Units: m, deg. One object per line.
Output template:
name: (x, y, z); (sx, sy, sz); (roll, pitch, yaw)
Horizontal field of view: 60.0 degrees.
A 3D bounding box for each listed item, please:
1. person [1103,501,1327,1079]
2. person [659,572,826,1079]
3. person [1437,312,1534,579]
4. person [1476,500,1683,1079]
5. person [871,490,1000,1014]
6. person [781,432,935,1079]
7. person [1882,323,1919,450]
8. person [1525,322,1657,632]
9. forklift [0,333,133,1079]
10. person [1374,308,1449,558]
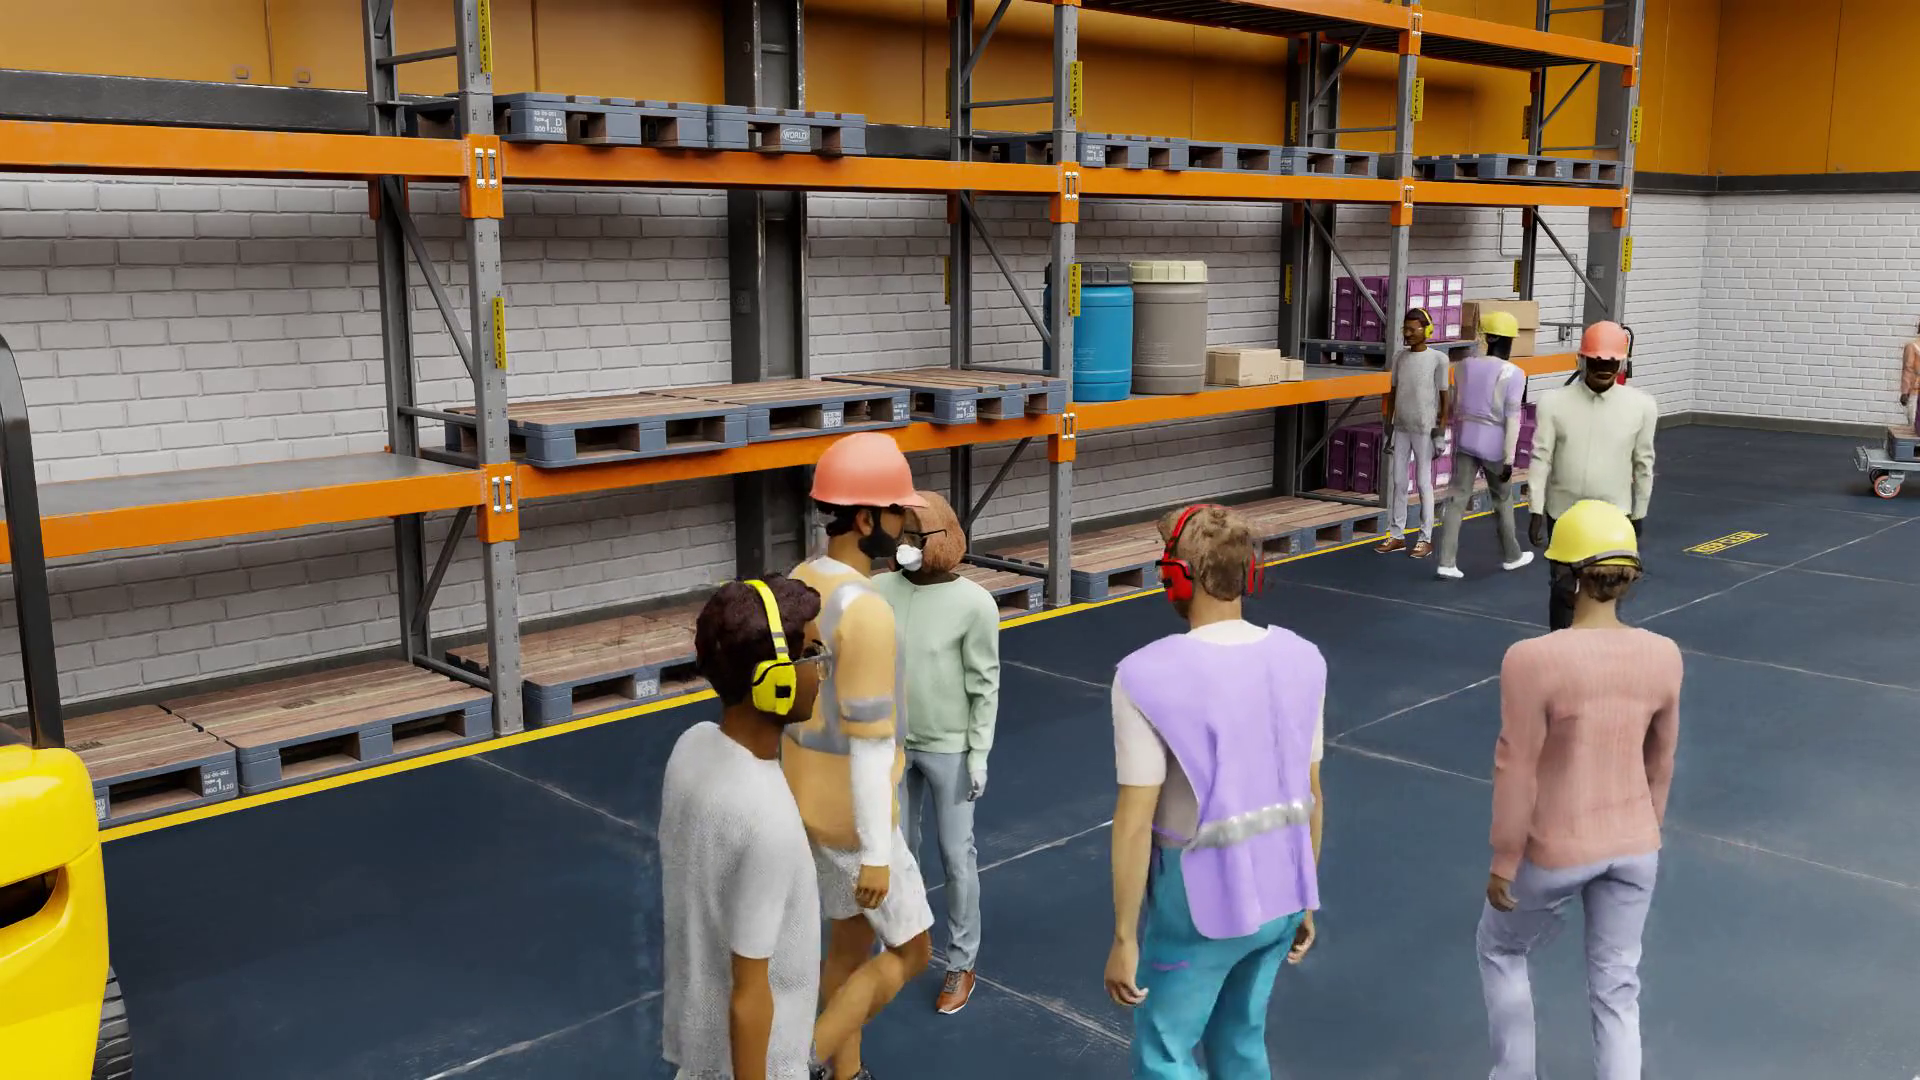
person: (0.594, 0.832, 3.704); (0.600, 1.821, 0.491); (-7, 12, -33)
person: (-0.389, 0.952, 3.080); (1.013, 1.823, 0.515); (-6, 12, -30)
person: (3.709, -0.663, 11.709); (0.982, 1.875, 0.609); (-9, 14, -40)
person: (1.562, 0.765, 4.273); (0.547, 1.742, 0.627); (-2, 11, -13)
person: (-0.114, 0.653, 5.194); (0.500, 1.633, 0.285); (6, 12, 29)
person: (-0.302, 0.680, 4.276); (0.476, 1.922, 0.543); (-5, 12, -26)
person: (9.803, -1.504, 16.994); (0.521, 1.619, 0.478); (-3, 11, -17)
person: (3.233, -0.133, 8.576); (0.605, 1.963, 0.847); (4, 11, 22)
forklift: (-3.289, 0.485, 4.582); (1.214, 2.155, 2.313); (-10, 14, -44)
person: (3.402, -0.800, 12.485); (0.314, 1.866, 0.537); (-9, 14, -42)
